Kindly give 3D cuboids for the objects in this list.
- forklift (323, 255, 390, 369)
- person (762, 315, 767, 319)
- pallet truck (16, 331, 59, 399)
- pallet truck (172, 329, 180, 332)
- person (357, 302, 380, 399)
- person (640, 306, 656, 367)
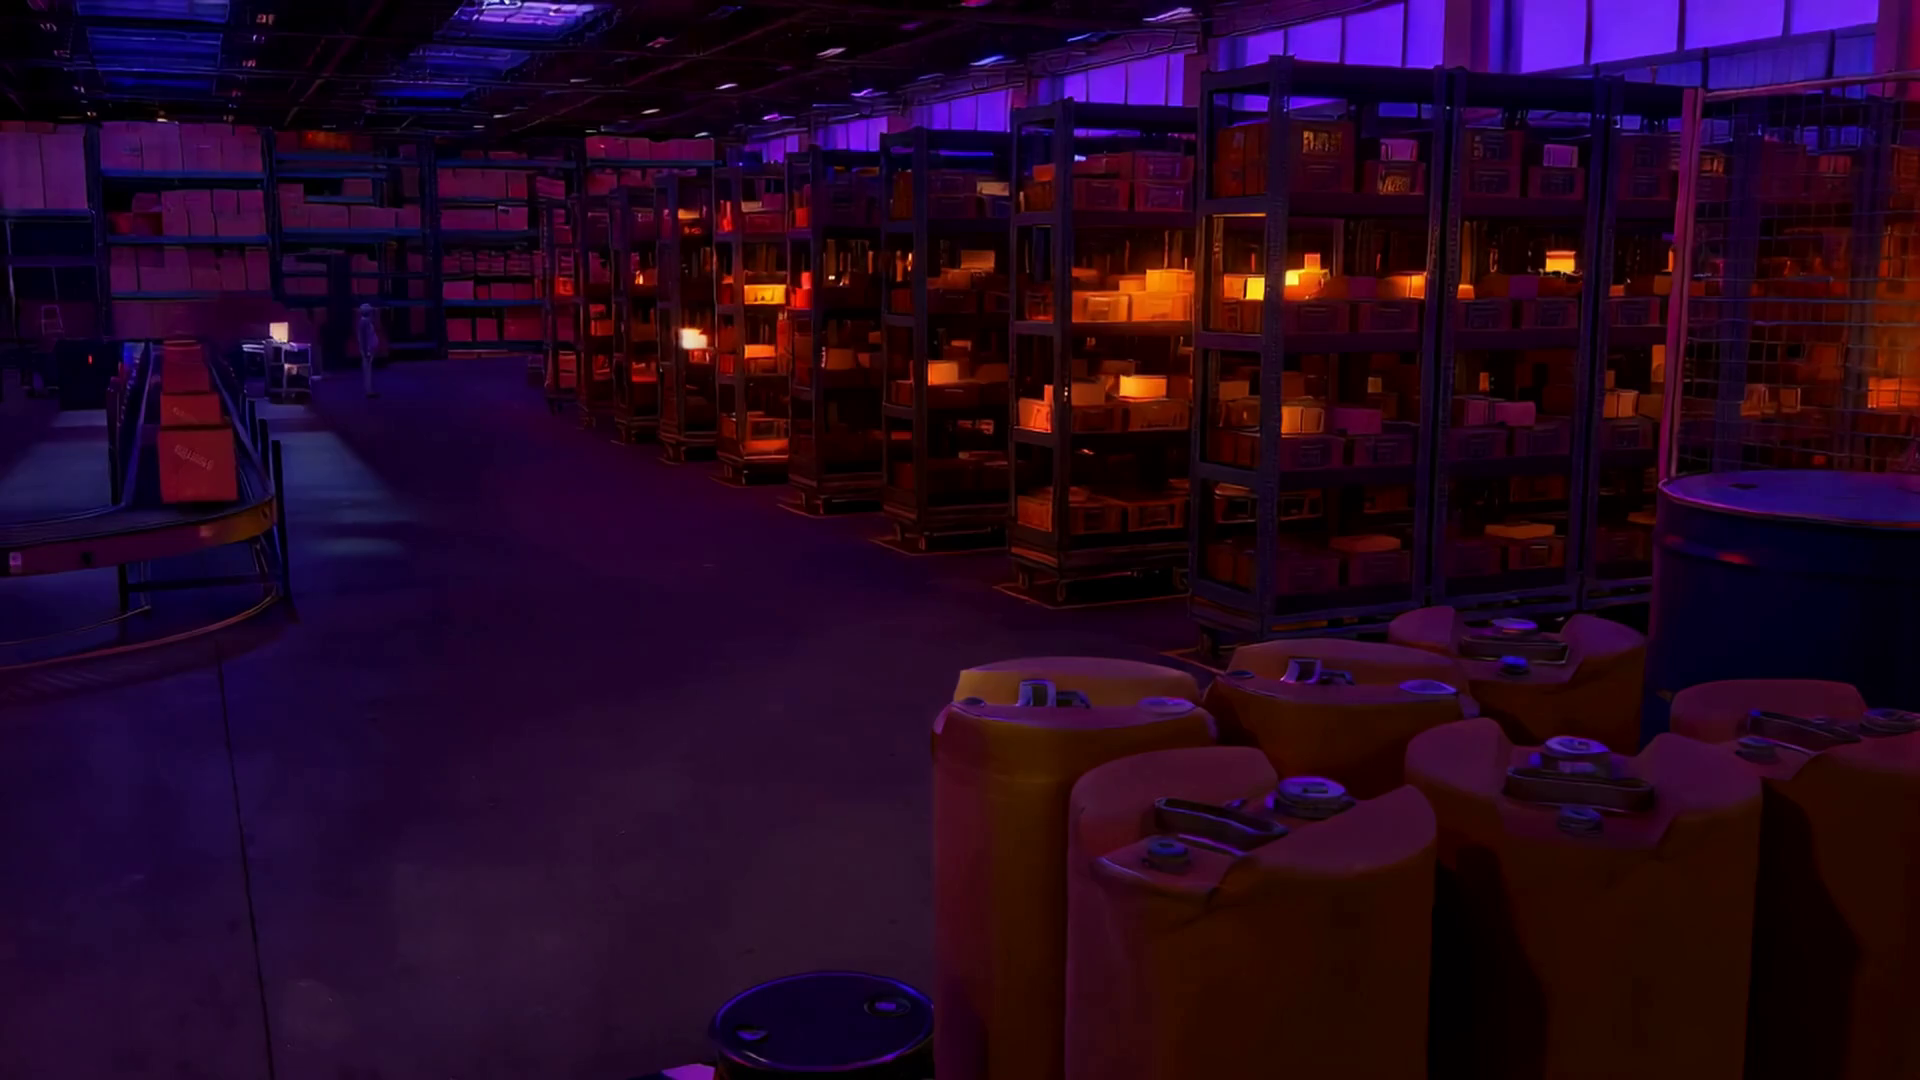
[{"bbox_3d":[-15.239,-5.668,41.256,1.873,2.768,1.129,-4,10,-25],"label":"forklift"},{"bbox_3d":[-4.115,-4.165,34.979,0.643,1.895,0.414,5,10,29],"label":"person"},{"bbox_3d":[-17.082,-3.353,31.781,1.630,1.274,0.653,-4,10,-25],"label":"pallet truck"},{"bbox_3d":[-17.275,-3.851,35.096,1.601,1.201,0.680,0,9,1],"label":"pallet truck"},{"bbox_3d":[-11.275,-3.609,31.720,0.404,1.831,0.601,-3,10,-17],"label":"person"},{"bbox_3d":[-6.752,-4.370,36.592,0.596,1.785,0.937,-6,11,-31],"label":"person"}]
